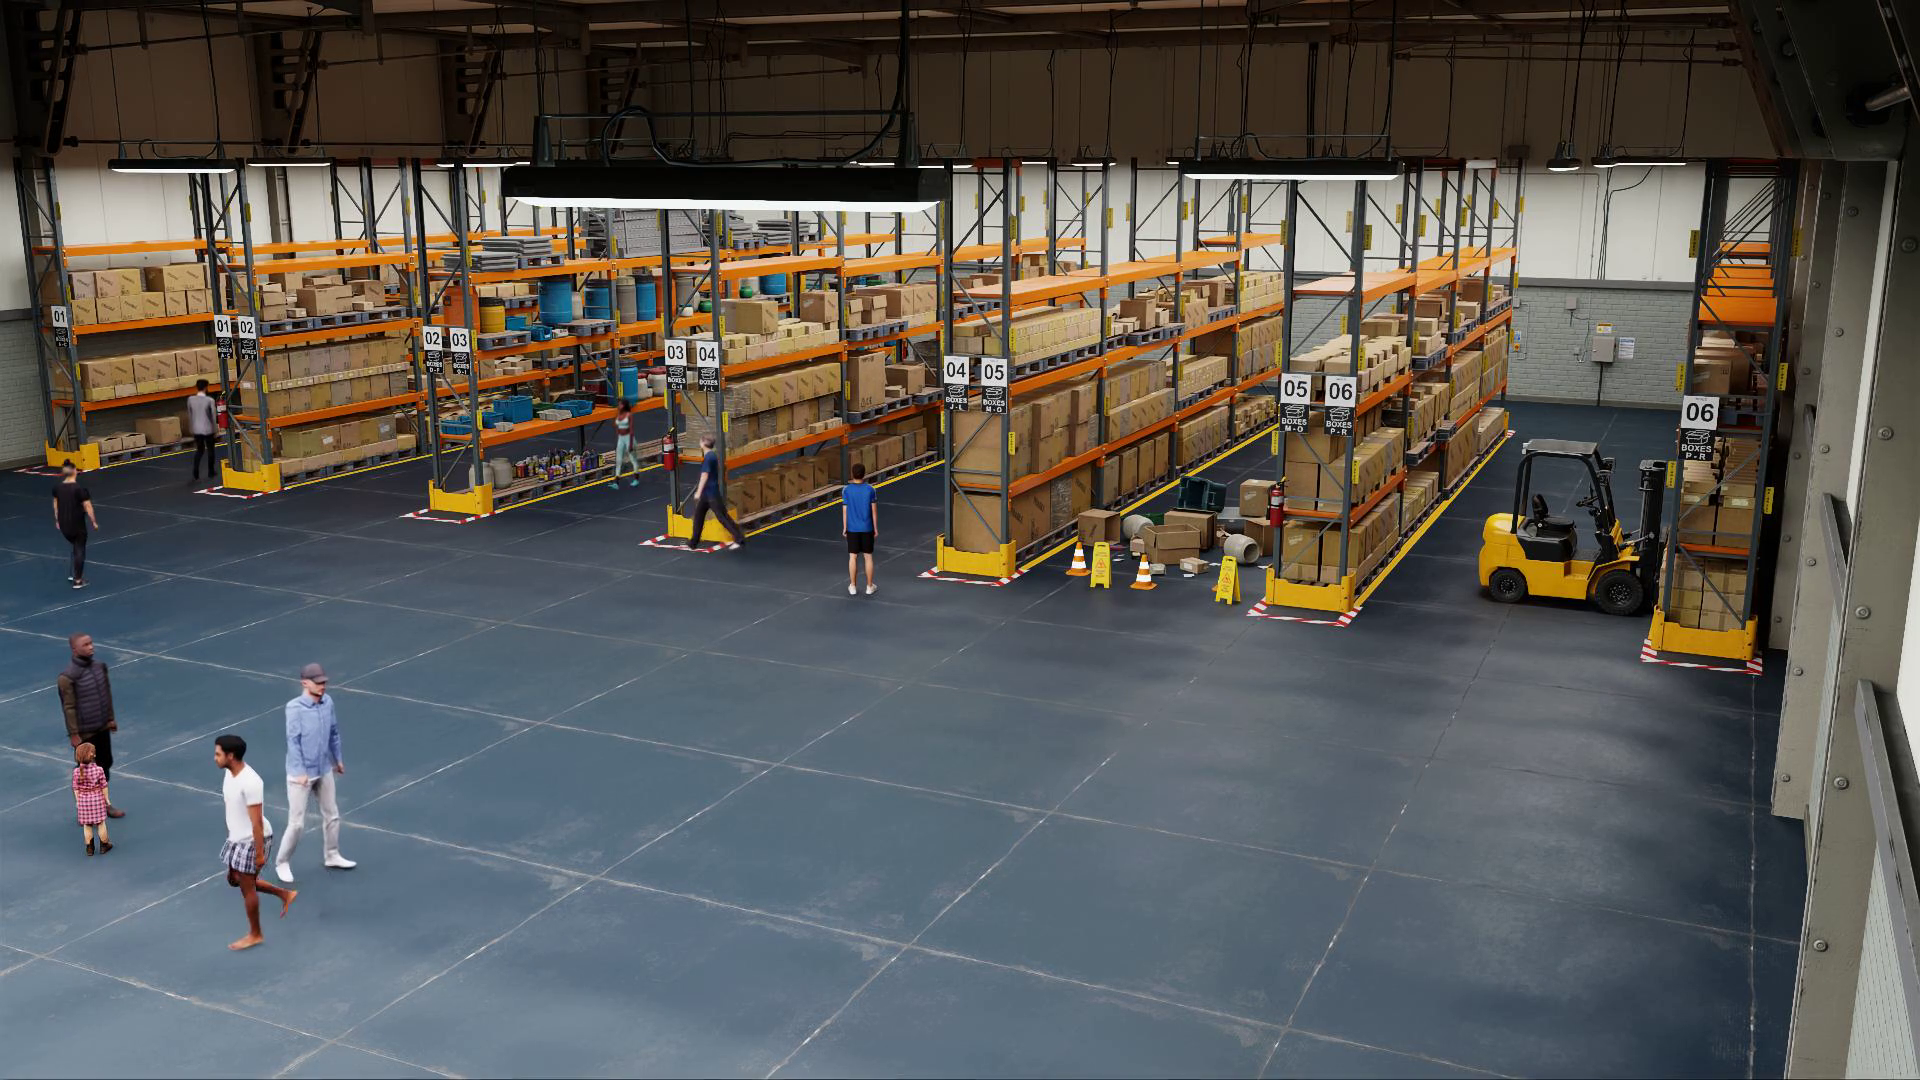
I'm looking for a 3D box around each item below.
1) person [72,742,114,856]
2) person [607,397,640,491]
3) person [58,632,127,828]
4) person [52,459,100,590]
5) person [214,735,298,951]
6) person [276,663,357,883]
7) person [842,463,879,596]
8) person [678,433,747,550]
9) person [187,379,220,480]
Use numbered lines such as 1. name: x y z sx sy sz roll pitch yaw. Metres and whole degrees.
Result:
1. person: -7.670 2.276 14.671 0.502 1.021 0.559 -4 14 -17
2. person: -6.099 -1.766 30.679 0.578 1.676 1.074 6 14 23
3. person: -7.995 1.717 15.279 0.785 1.836 0.583 3 13 13
4. person: -12.637 -0.220 23.598 0.718 1.858 0.676 3 13 14
5. person: -5.474 2.316 12.984 0.930 1.705 0.820 -12 18 -43
6. person: -5.525 1.955 14.177 0.911 1.871 0.692 7 15 28
7. person: -1.407 -0.172 23.373 0.742 1.865 0.743 -1 13 -3
8. person: -3.757 -0.693 25.752 1.244 1.806 1.273 -3 13 -13
9. person: -14.375 -2.076 31.508 0.971 1.905 1.091 0 13 1
